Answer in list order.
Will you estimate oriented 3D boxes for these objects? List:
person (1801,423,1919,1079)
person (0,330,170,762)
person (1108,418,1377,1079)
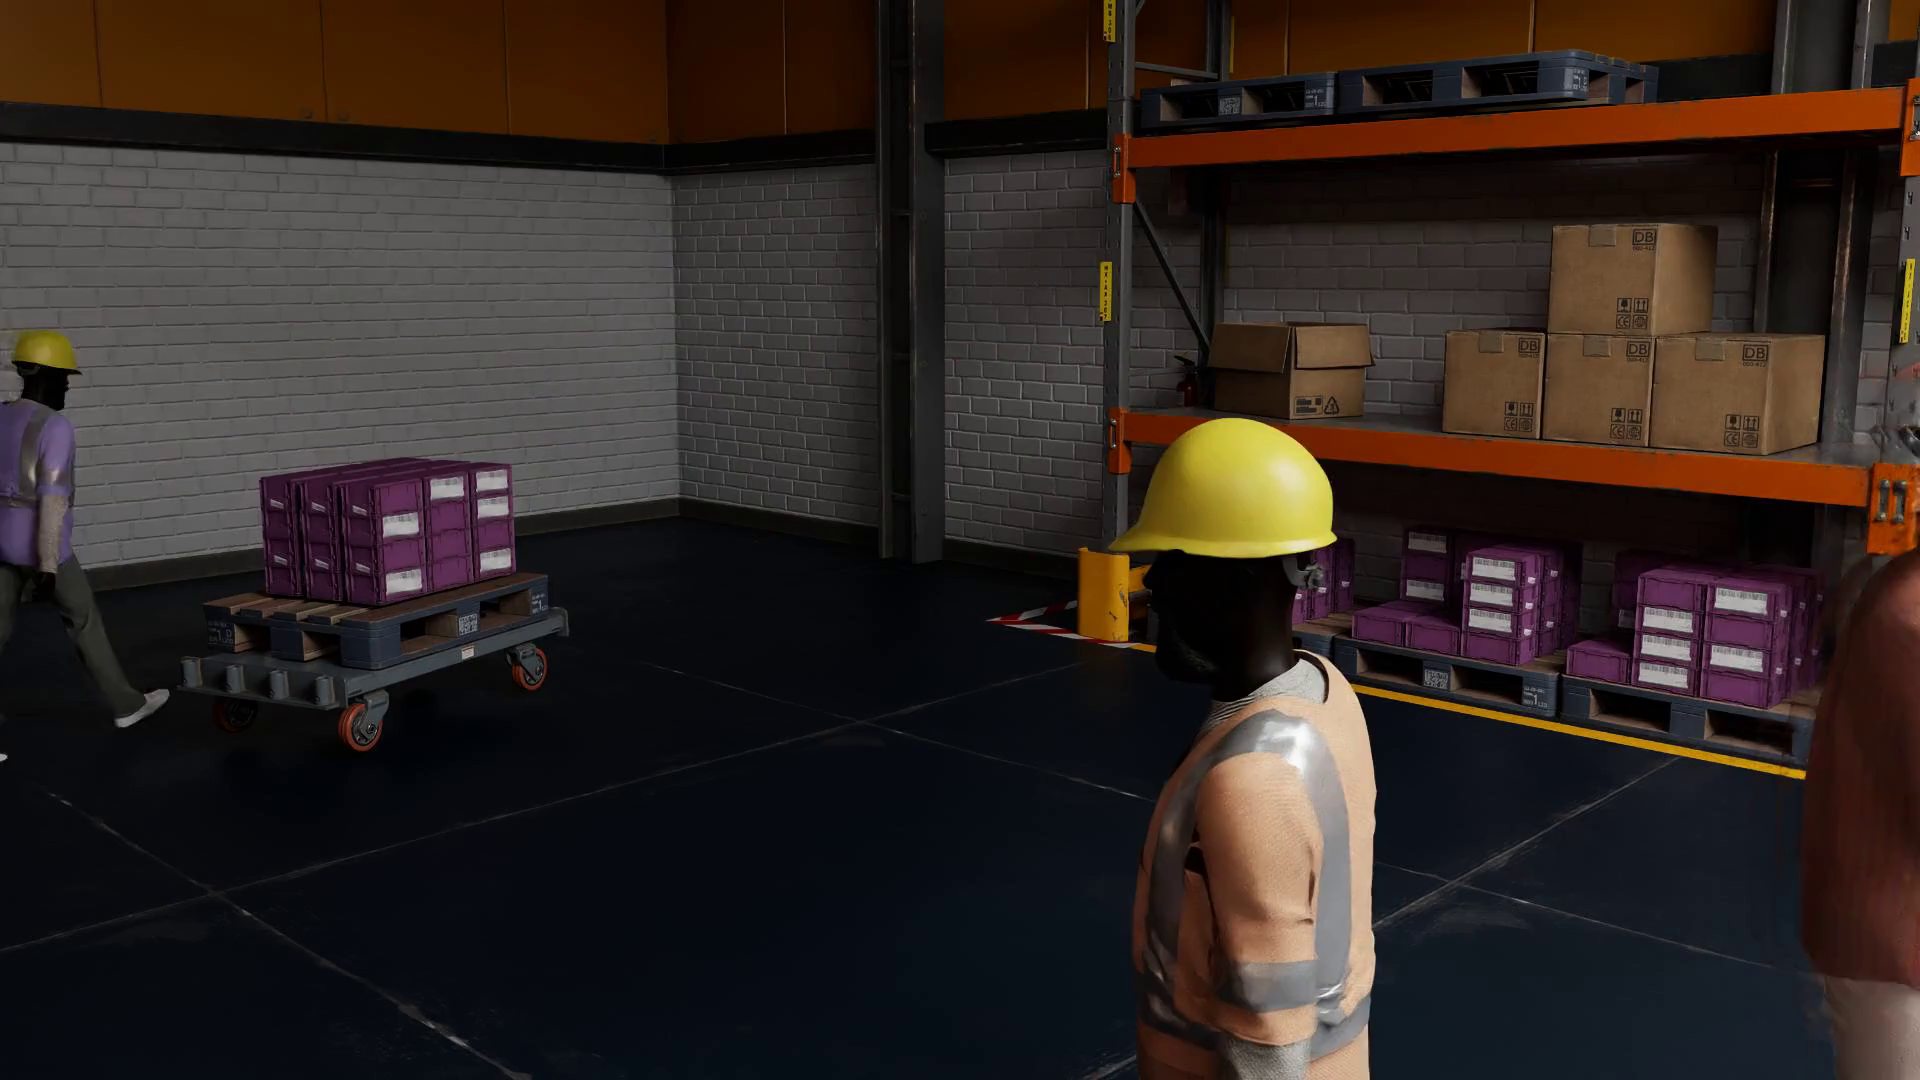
[{"bbox_3d":[1.682,0.690,2.771,0.582,1.975,0.663,5,10,27],"label":"person"},{"bbox_3d":[-4.053,0.025,7.266,0.573,1.862,1.084,4,10,22],"label":"person"},{"bbox_3d":[0.371,0.797,2.274,0.366,1.926,0.592,2,10,14],"label":"person"}]
